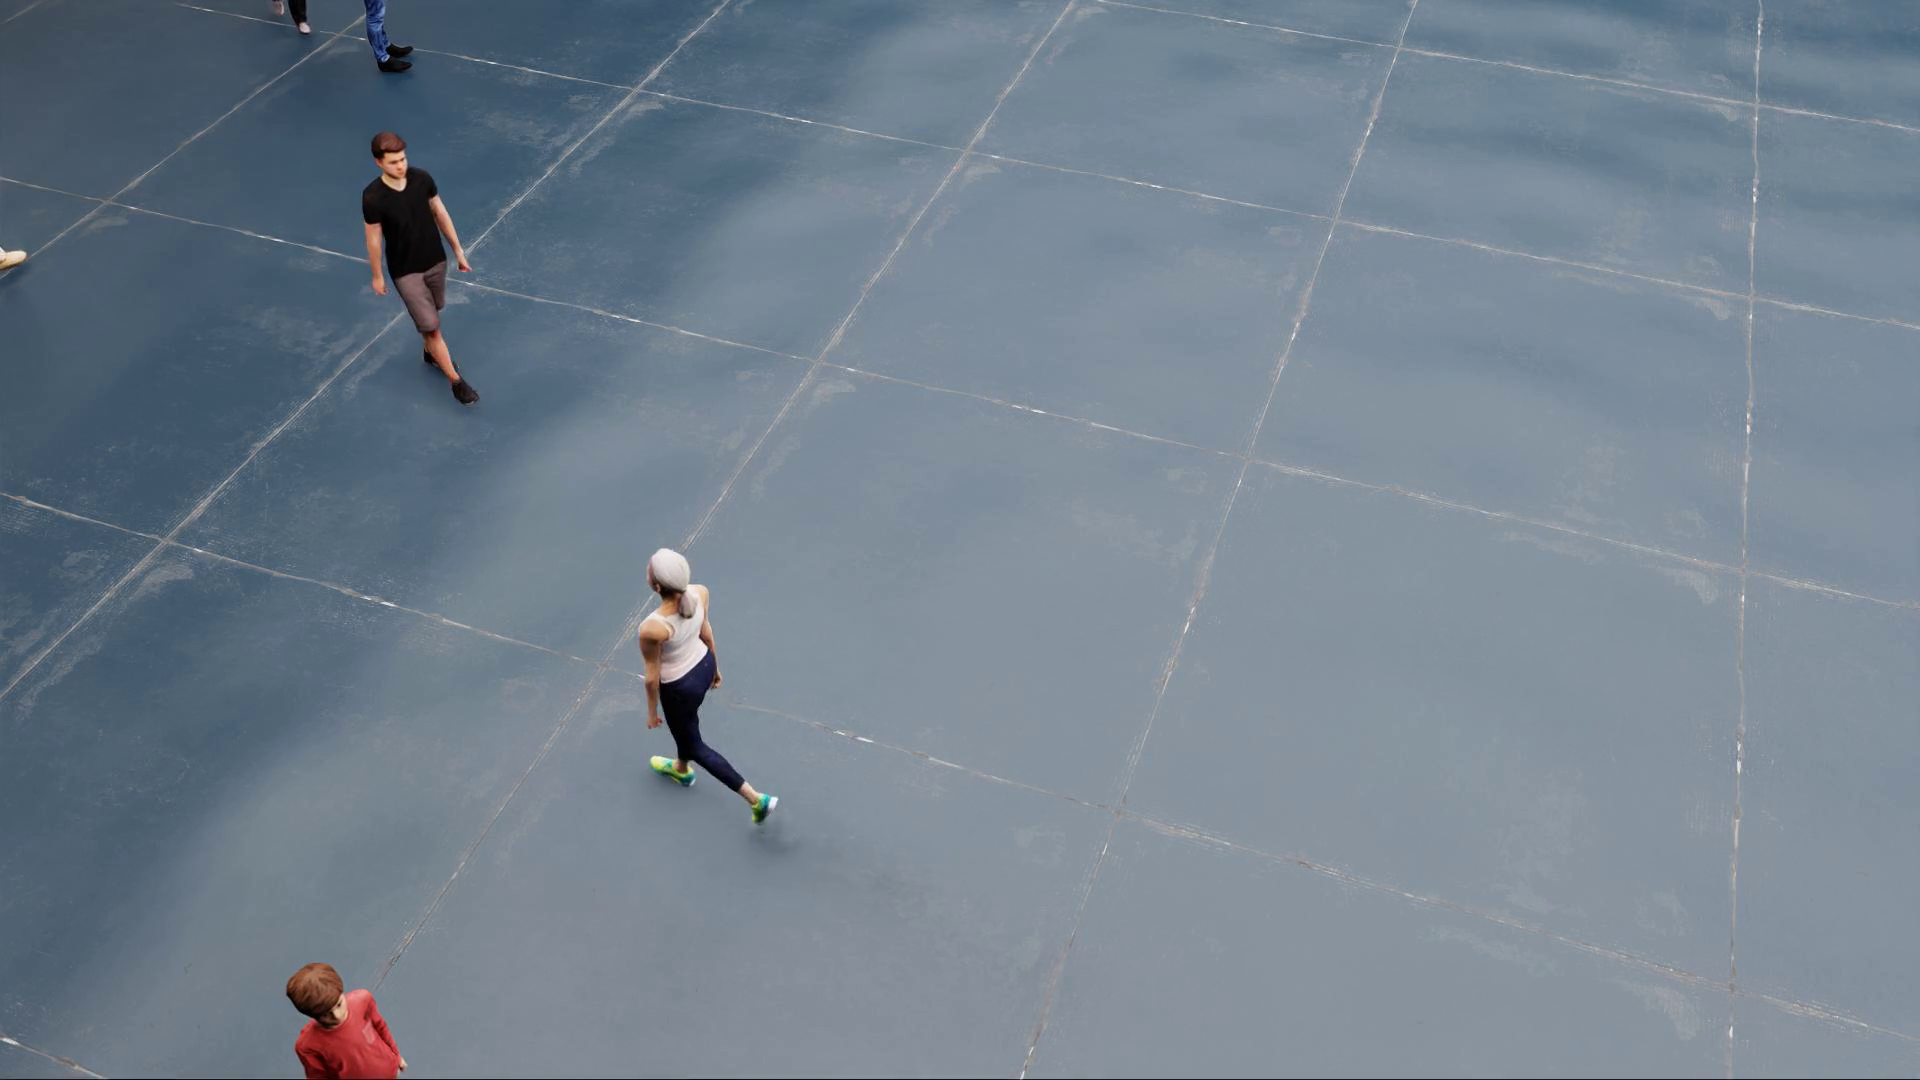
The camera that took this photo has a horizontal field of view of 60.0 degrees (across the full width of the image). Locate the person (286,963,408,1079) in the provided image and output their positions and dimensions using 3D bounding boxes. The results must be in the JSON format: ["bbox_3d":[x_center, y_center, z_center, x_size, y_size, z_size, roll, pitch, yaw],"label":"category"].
[{"bbox_3d":[-2.425,2.162,6.718,0.574,1.417,0.573,27,49,26],"label":"person"}]

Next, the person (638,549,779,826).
[{"bbox_3d":[-1.260,0.753,8.038,1.127,1.676,0.747,23,48,22],"label":"person"}]

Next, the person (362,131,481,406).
[{"bbox_3d":[-3.532,-1.809,10.667,1.138,1.832,0.942,30,51,28],"label":"person"}]
